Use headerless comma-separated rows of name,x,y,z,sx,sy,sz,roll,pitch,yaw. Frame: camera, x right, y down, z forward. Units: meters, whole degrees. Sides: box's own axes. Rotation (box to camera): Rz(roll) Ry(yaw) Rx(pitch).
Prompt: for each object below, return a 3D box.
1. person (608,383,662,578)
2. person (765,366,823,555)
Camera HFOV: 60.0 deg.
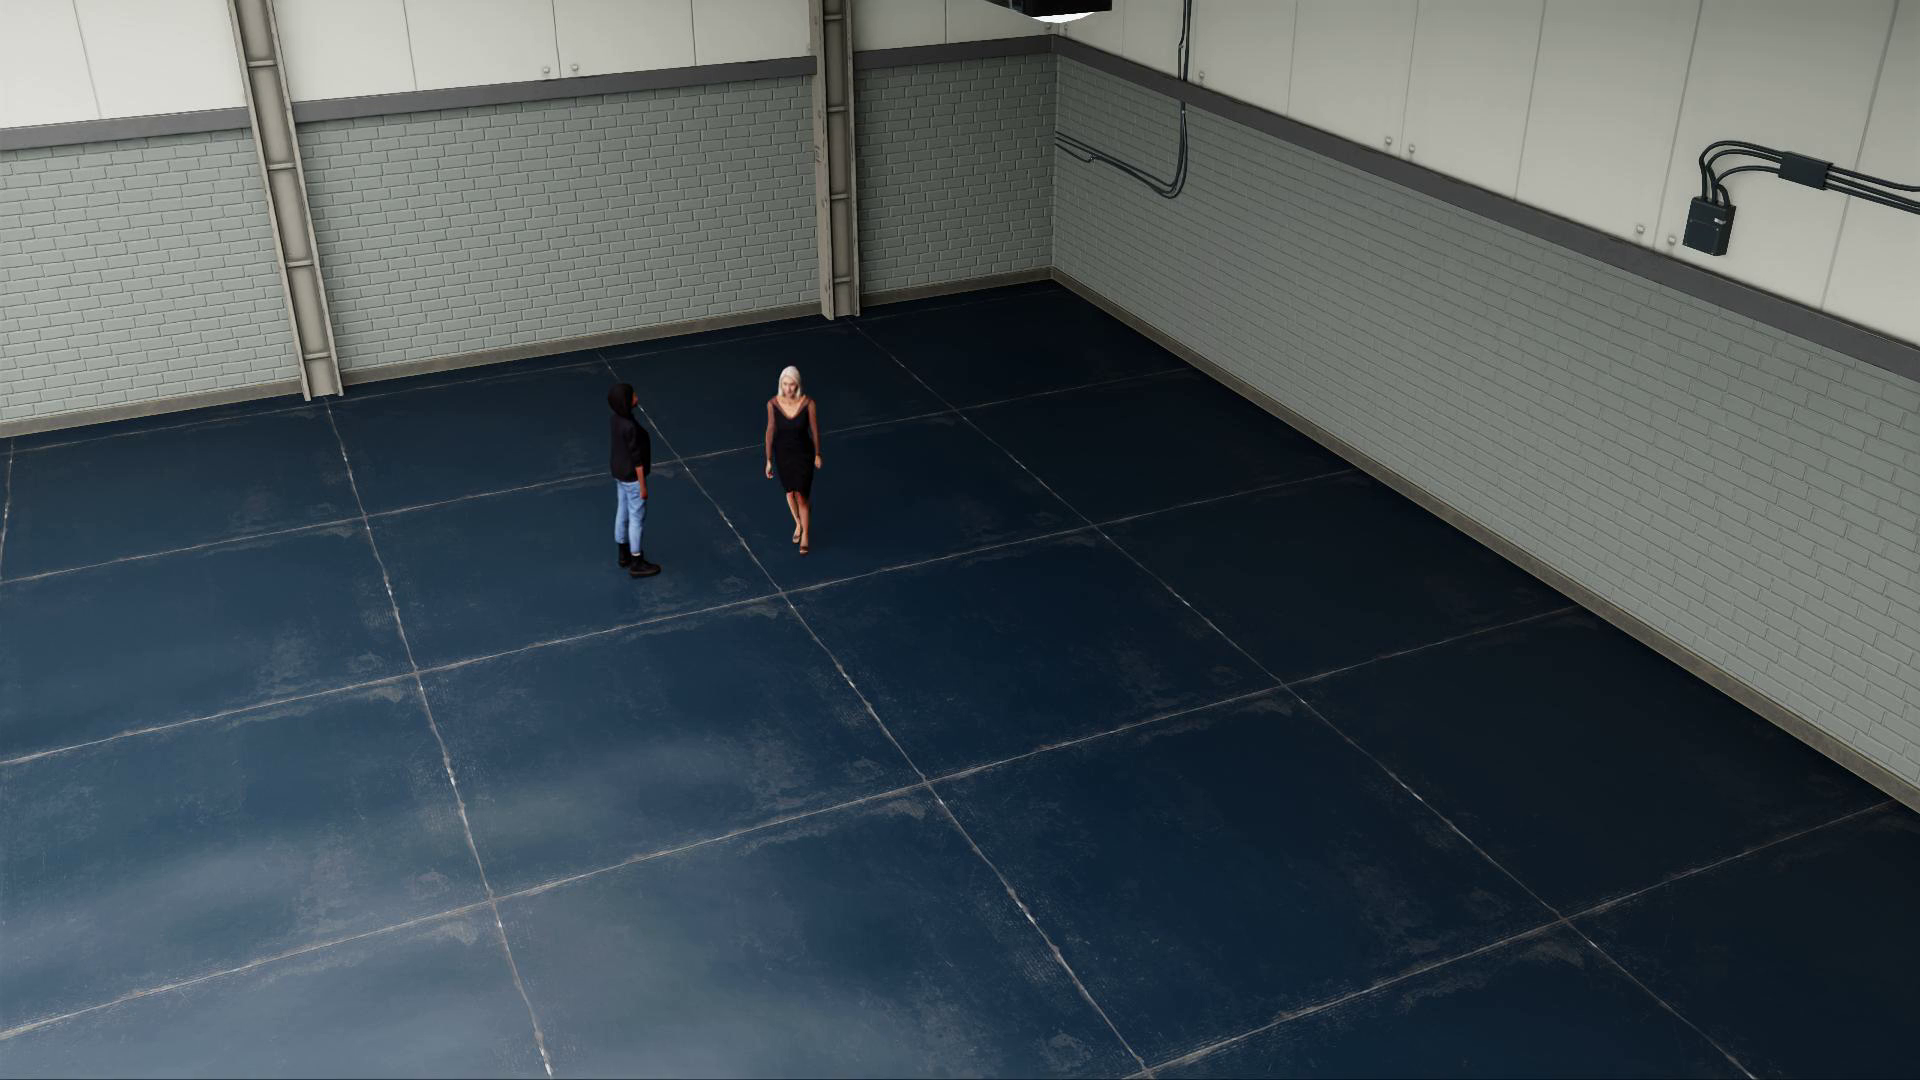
person,-2.792,-0.515,14.048,0.602,1.695,0.619,-19,33,-32
person,-1.426,-0.755,14.487,0.776,1.719,0.829,6,28,11
